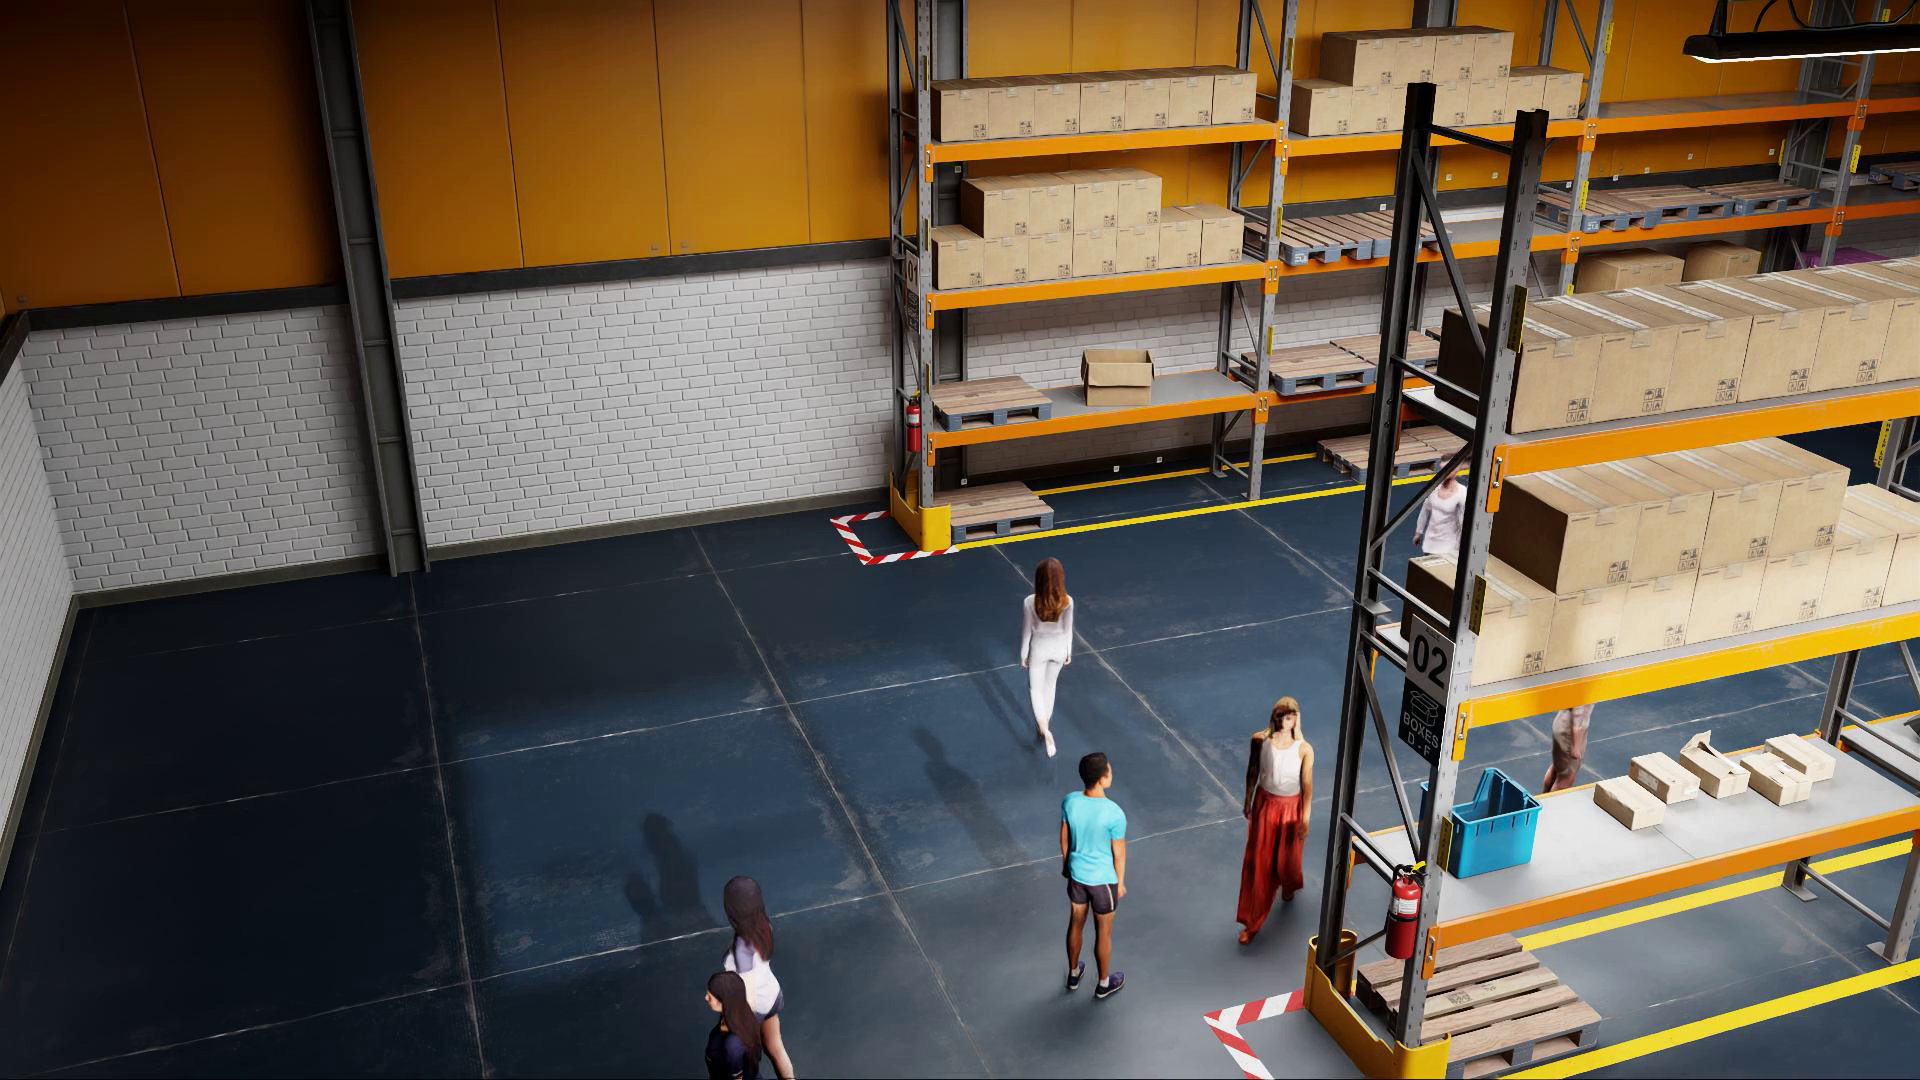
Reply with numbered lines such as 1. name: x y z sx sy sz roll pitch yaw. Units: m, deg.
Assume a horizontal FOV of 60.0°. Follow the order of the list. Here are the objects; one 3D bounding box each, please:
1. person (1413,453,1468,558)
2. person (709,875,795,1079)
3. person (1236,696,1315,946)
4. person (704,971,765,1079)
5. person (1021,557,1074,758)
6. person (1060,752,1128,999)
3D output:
1. person: 4.651 0.000 15.904 0.726 1.829 0.732 -13 27 -28
2. person: -1.142 2.745 9.823 1.079 1.671 0.895 3 24 8
3. person: 2.269 1.886 11.673 1.140 1.763 1.206 11 26 23
4. person: -1.104 3.065 8.983 0.743 1.757 0.702 4 24 8
5. person: 0.728 1.005 13.709 0.965 1.747 0.774 -3 24 -7
6. person: 0.866 2.204 10.929 0.693 1.776 0.721 15 28 30
